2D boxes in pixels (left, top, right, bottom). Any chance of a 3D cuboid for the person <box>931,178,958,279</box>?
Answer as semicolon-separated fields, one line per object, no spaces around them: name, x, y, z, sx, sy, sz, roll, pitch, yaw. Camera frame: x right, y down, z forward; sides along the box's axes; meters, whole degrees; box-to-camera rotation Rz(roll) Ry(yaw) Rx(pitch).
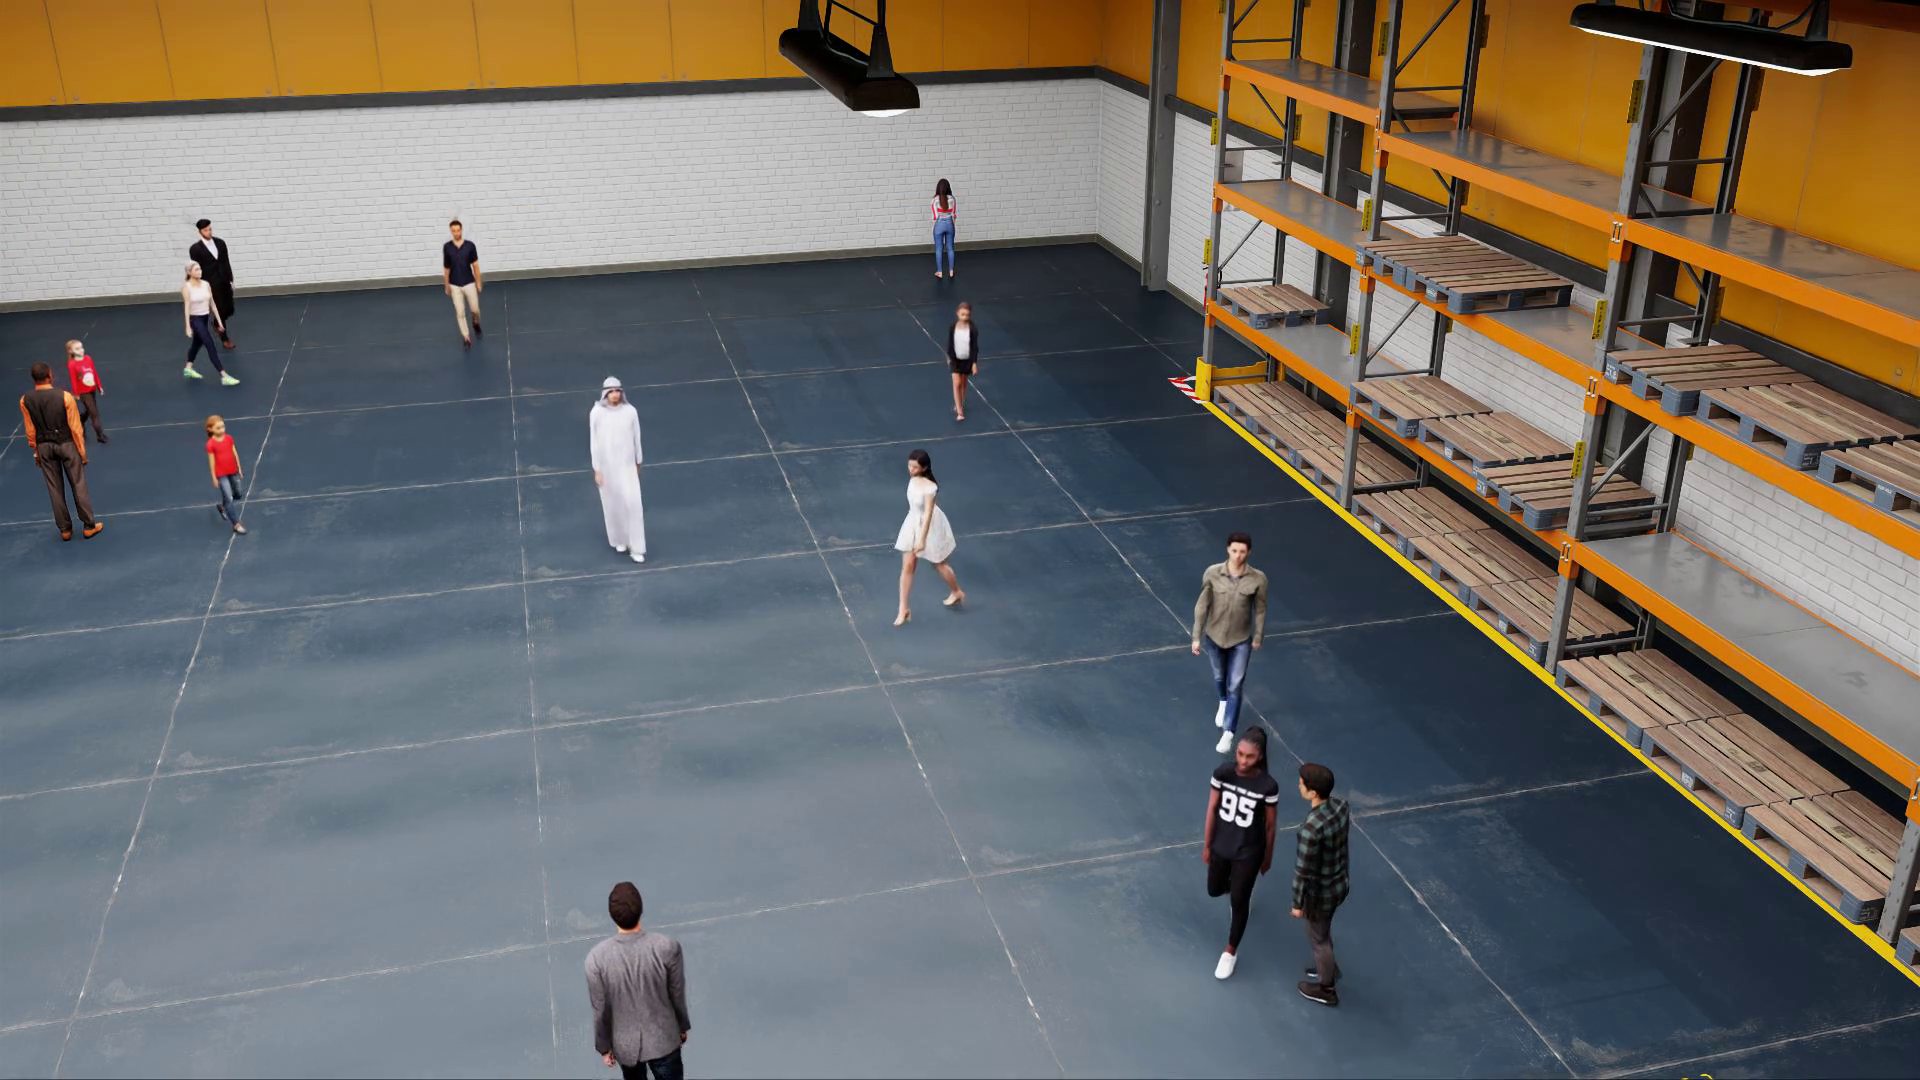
person;-0.264;-5.137;27.329;0.581;1.613;0.498;-5;24;-12

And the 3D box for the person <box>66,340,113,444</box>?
person;-10.618;-1.808;20.152;0.836;1.262;0.870;7;25;17

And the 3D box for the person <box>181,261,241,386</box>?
person;-10.166;-2.867;22.095;1.107;1.647;1.199;7;25;15

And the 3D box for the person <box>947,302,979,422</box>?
person;0.003;-2.280;20.931;0.724;1.504;1.075;3;24;7

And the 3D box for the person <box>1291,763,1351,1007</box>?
person;2.338;2.185;10.473;0.844;1.693;0.822;19;30;36

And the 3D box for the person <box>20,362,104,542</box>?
person;-9.397;-0.928;17.333;0.680;1.908;0.587;-5;24;-12

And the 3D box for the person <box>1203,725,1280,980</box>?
person;1.842;1.986;10.906;0.964;1.717;1.028;13;27;26

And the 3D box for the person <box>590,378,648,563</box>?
person;-3.521;-0.768;16.981;0.661;1.897;0.987;-6;24;-14

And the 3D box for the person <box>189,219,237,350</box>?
person;-10.614;-3.657;23.627;1.041;1.867;0.962;17;29;34

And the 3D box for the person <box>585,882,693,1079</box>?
person;-1.700;2.748;9.002;0.796;1.846;1.126;-3;24;-6

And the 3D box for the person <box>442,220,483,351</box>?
person;-7.072;-3.650;23.643;0.669;1.843;0.802;-5;24;-10

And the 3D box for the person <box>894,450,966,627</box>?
person;-0.266;-0.049;15.558;0.917;1.719;1.066;-12;26;-25

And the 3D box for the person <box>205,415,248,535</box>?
person;-7.805;-0.707;17.592;0.805;1.296;0.730;15;28;31

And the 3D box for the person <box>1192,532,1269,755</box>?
person;2.202;0.768;13.572;1.111;1.812;1.281;7;25;16
